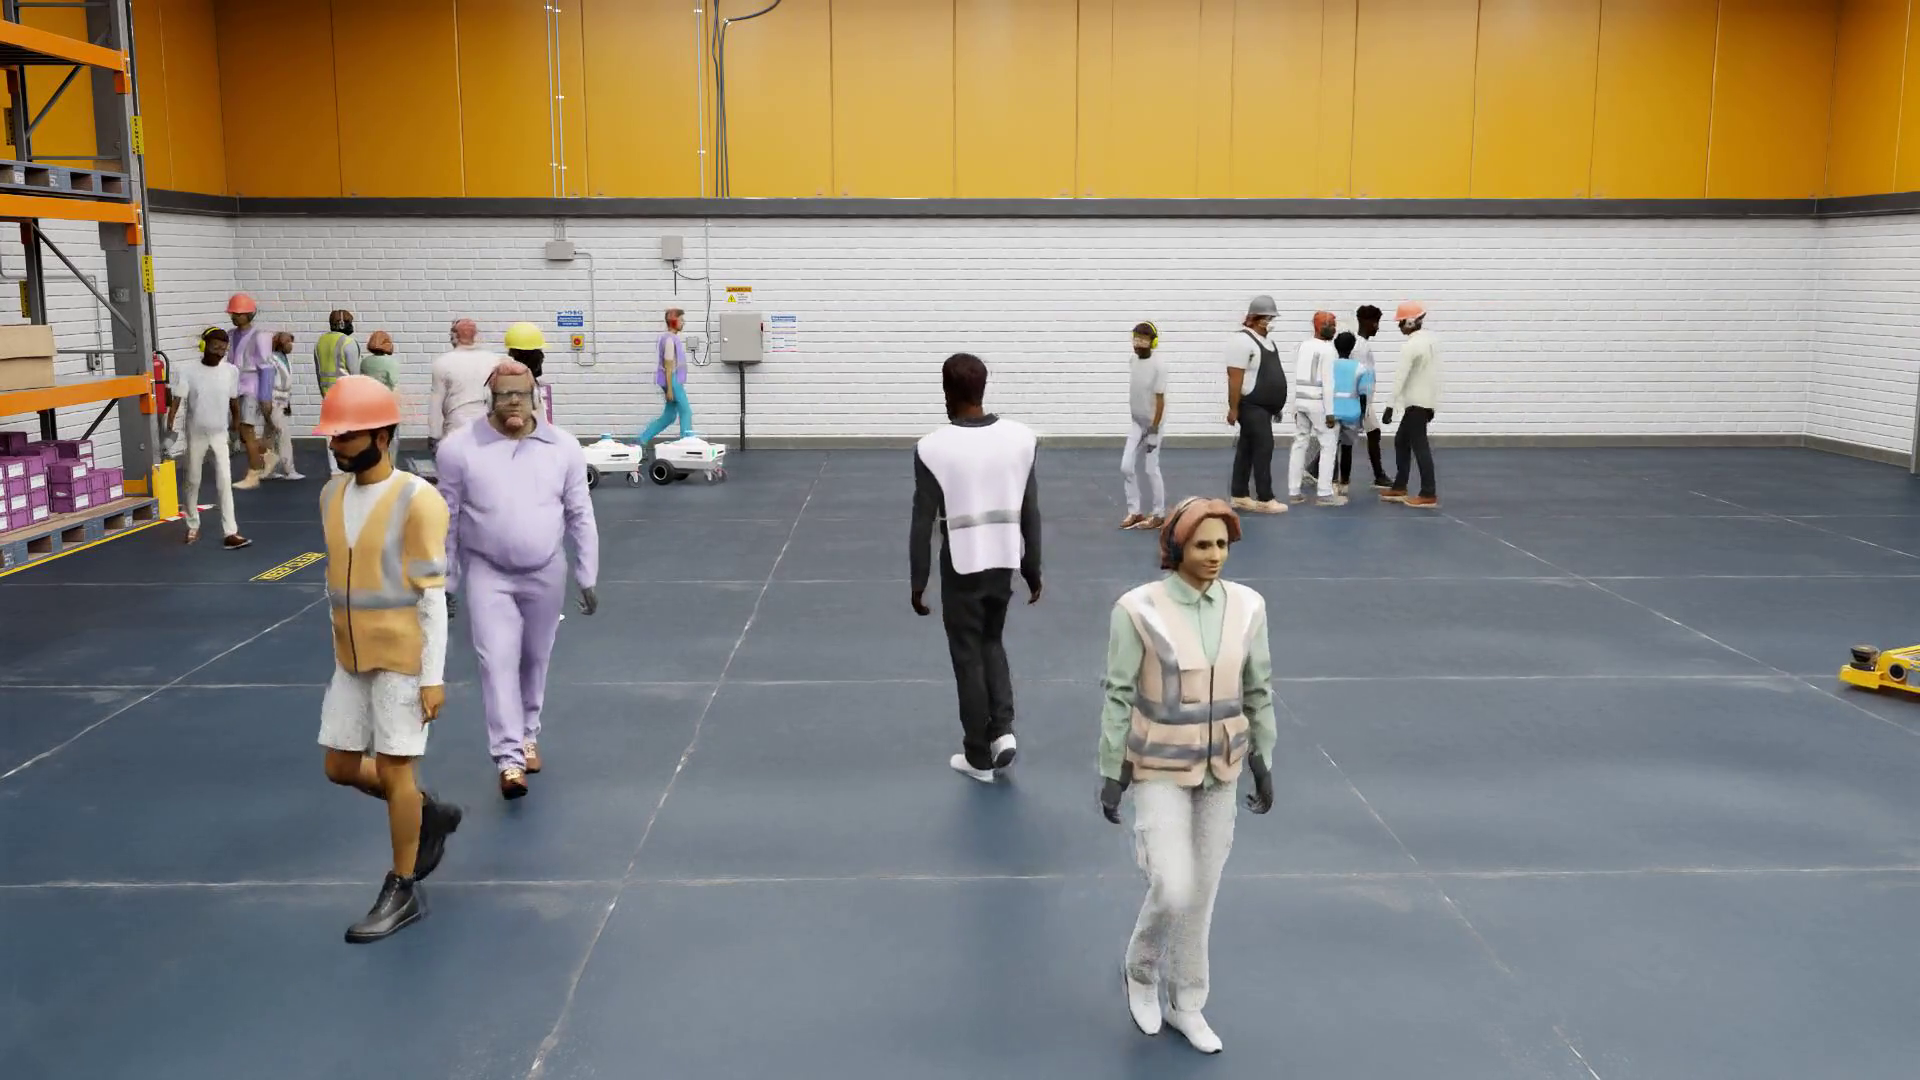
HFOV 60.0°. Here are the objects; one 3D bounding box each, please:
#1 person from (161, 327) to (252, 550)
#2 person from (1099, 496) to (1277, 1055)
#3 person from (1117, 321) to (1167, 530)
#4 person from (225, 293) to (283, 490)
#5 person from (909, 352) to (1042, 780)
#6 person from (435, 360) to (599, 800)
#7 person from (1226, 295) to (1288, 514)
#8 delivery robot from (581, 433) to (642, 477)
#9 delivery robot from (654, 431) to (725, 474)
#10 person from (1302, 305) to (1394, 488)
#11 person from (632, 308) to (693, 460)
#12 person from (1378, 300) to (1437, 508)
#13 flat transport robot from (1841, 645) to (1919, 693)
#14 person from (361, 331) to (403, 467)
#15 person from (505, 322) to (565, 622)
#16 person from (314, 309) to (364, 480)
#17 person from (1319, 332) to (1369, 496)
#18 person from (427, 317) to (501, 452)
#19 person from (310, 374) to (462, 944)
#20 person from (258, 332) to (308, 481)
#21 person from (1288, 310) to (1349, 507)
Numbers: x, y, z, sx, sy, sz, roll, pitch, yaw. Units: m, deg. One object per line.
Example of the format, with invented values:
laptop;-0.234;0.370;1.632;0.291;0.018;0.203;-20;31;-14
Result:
person;-6.163;-0.822;13.495;0.674;1.801;0.949;-7;12;-38
person;0.667;0.680;4.783;0.540;1.623;0.372;-4;10;-25
person;1.613;-0.970;14.323;0.593;1.819;0.551;-7;11;-35
person;-7.341;-1.535;17.182;0.645;2.021;0.543;6;11;34
person;0.069;0.129;7.336;0.630;1.903;0.448;-5;11;-29
person;-1.886;0.170;7.185;0.676;1.862;0.966;-4;10;-25
person;2.852;-1.263;15.453;0.805;2.000;0.698;6;11;31
delivery robot;-3.661;-0.862;17.255;0.707;0.478;0.477;-3;10;-16
delivery robot;-2.846;-0.908;17.533;0.707;0.478;0.477;2;9;15
person;4.052;-1.473;17.188;1.012;1.915;0.612;0;9;1
person;-3.431;-1.826;19.608;0.848;1.817;0.576;-1;9;-9
person;4.269;-1.295;15.887;0.780;1.955;0.649;6;11;35
flat transport robot;5.420;0.743;8.571;0.652;0.197;1.431;-5;11;-29
person;-6.000;-1.351;17.263;0.534;1.631;0.278;5;10;26
person;-2.772;-0.429;10.687;0.374;1.924;0.595;-4;10;-25
person;-6.524;-1.513;17.611;0.621;1.840;0.430;6;11;32
person;3.740;-1.214;16.358;0.540;1.664;0.842;1;9;7
person;-4.119;-0.937;13.986;0.949;1.871;0.647;8;12;41
person;-1.946;0.387;5.722;0.545;1.924;0.547;4;10;26
person;-7.296;-1.420;17.777;0.592;1.592;0.516;-1;9;-5
person;3.418;-1.251;15.926;0.475;1.872;0.627;-4;10;-21
